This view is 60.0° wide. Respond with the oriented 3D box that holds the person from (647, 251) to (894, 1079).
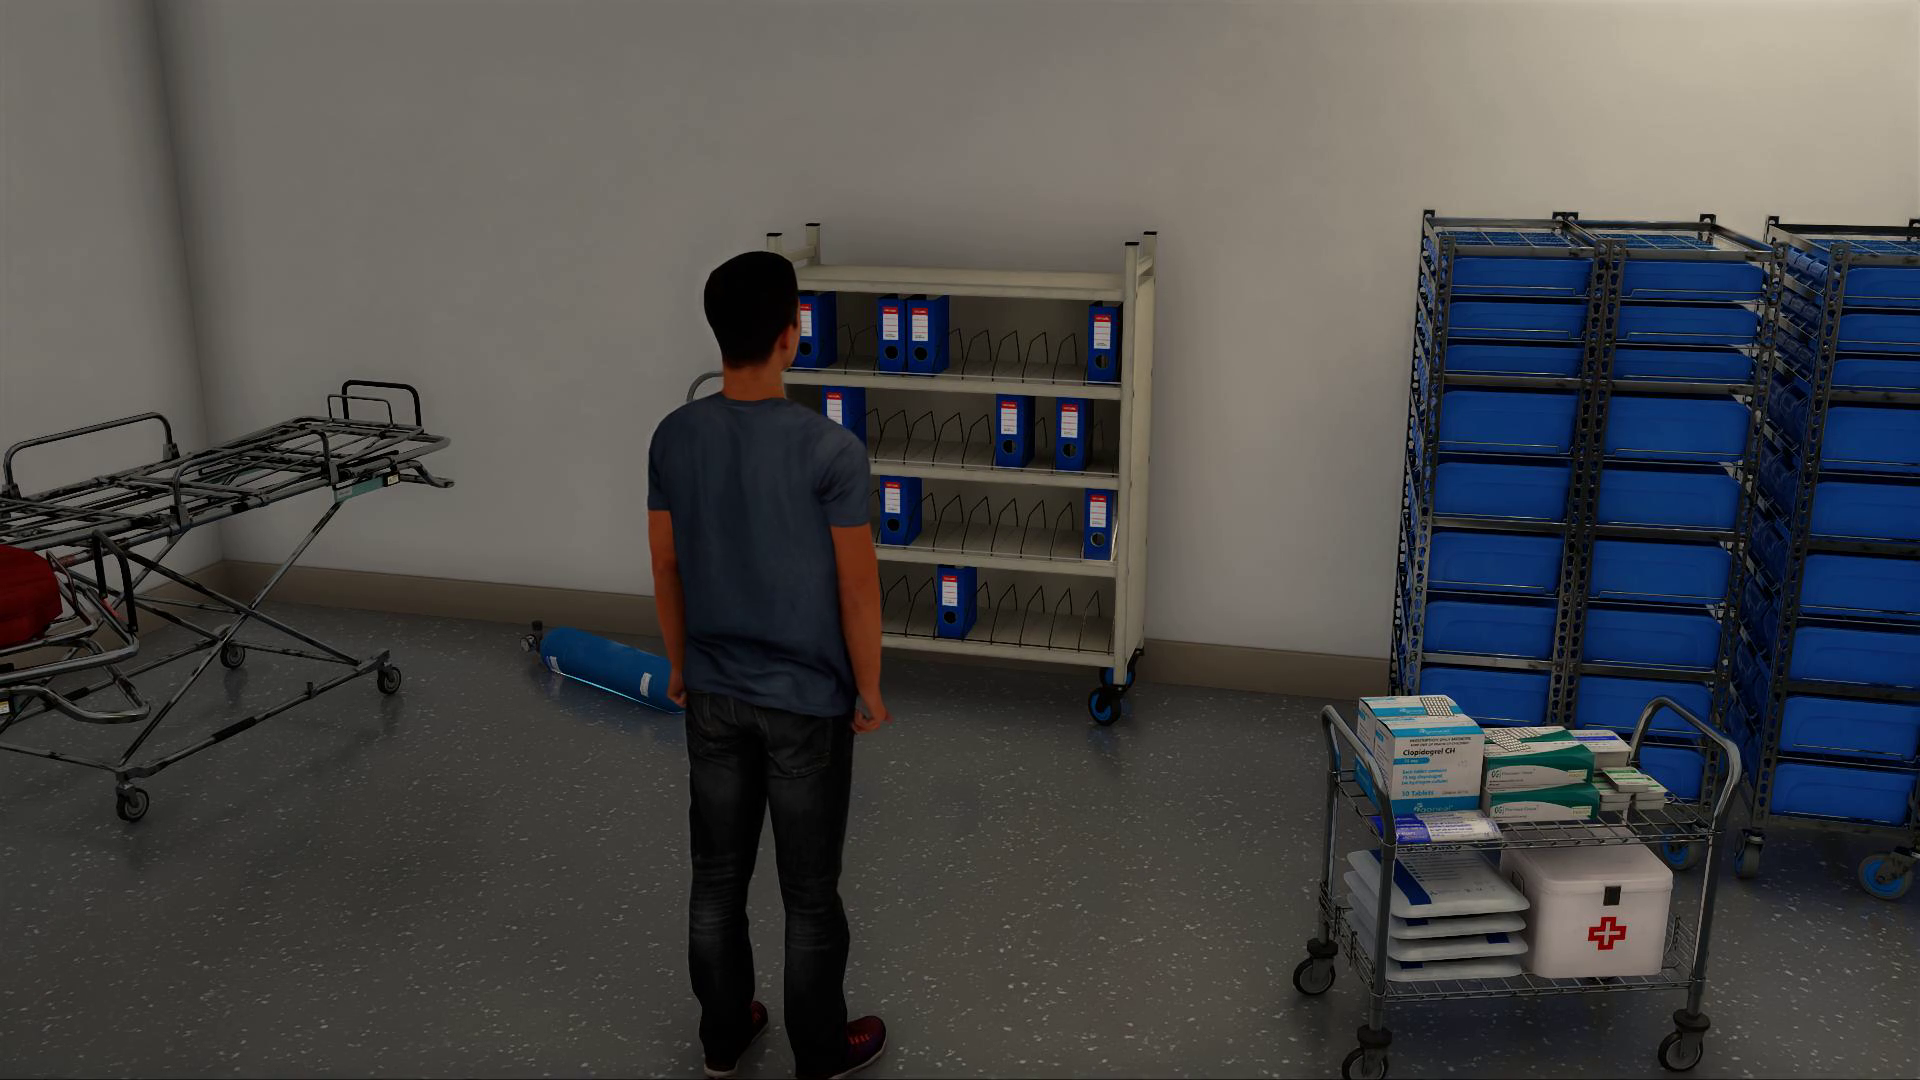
[{"bbox_3d":[-0.410,0.305,3.505,0.665,1.810,0.542,5,17,18],"label":"person"}]
